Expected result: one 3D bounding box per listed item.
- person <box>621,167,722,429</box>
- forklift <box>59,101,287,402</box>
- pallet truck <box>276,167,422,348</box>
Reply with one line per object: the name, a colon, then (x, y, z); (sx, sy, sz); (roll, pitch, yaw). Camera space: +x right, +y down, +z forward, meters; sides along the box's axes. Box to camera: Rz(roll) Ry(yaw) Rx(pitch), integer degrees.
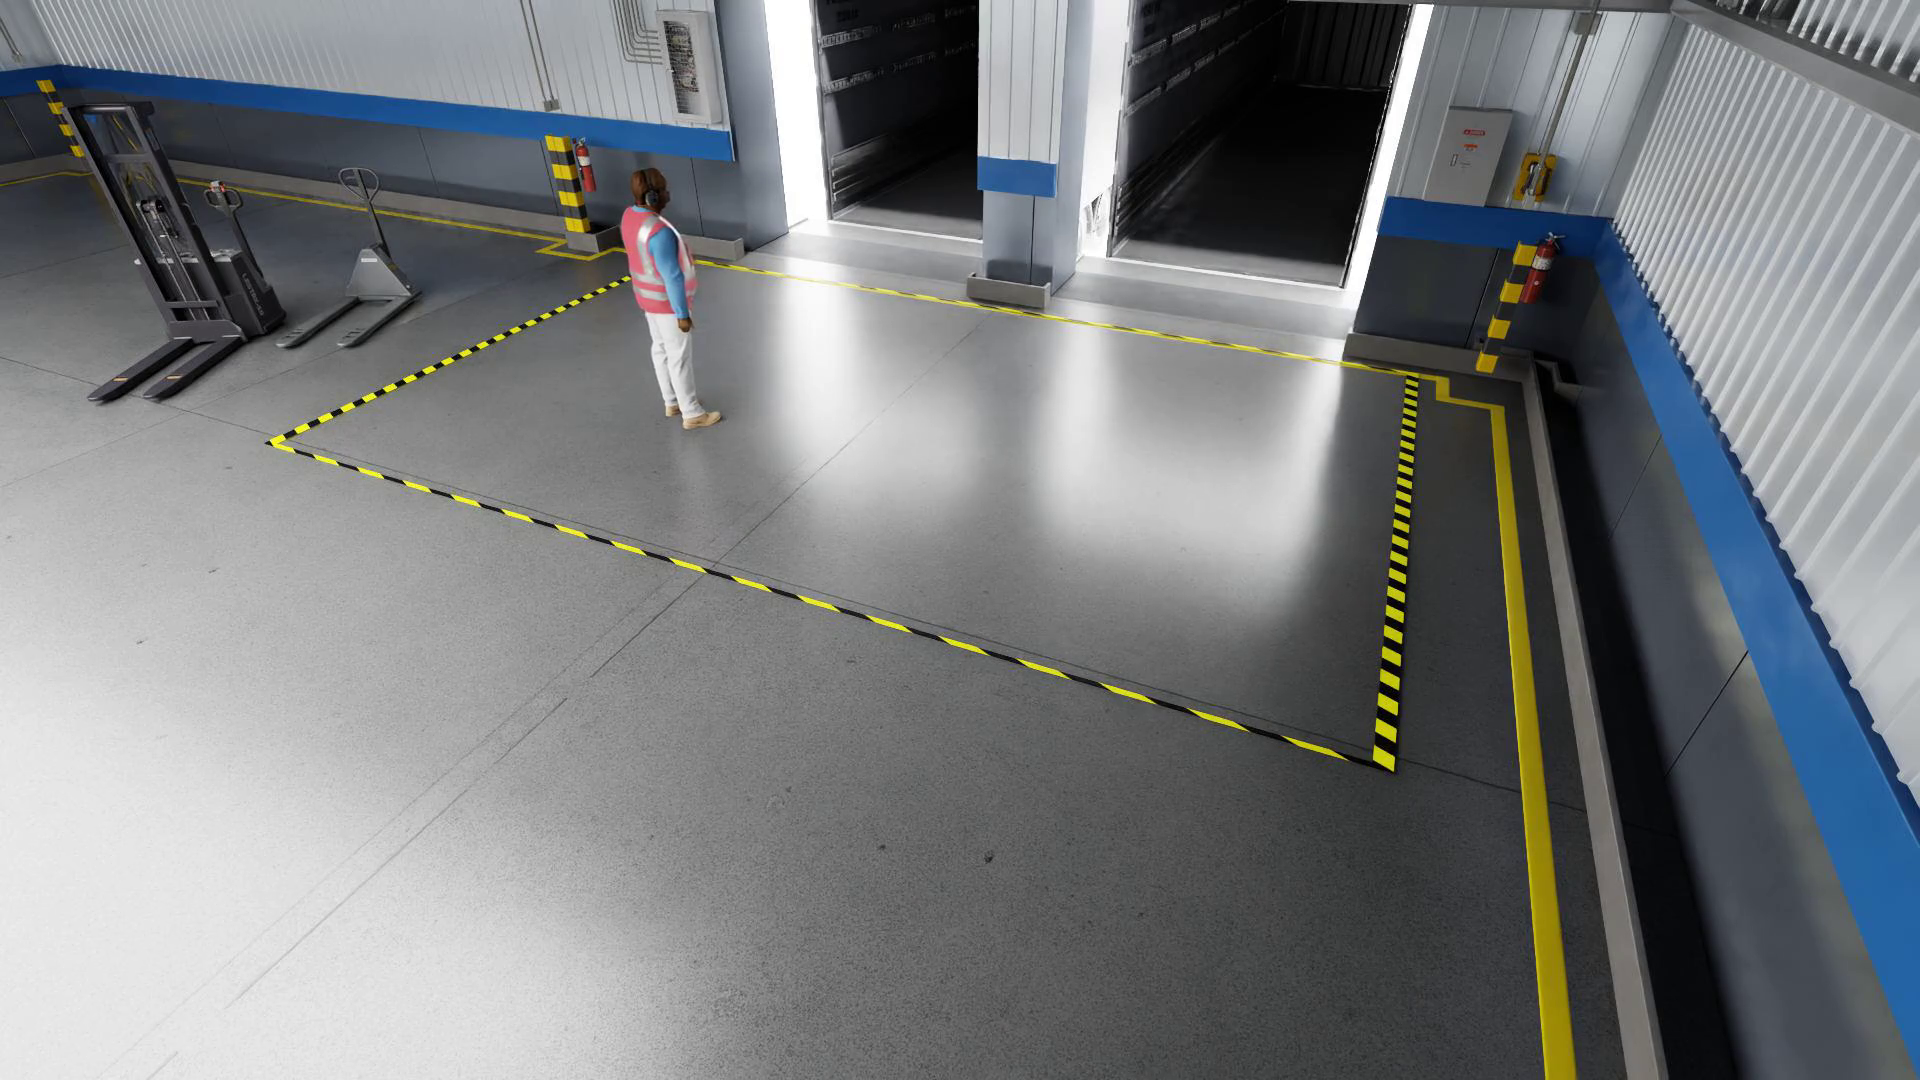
person: (-2.096, -1.705, 6.595); (0.431, 1.842, 0.622); (-24, 42, -31)
forklift: (-6.686, -2.387, 7.434); (0.823, 1.965, 1.885); (-3, 35, -5)
pallet truck: (-5.732, -2.611, 8.414); (0.680, 1.201, 1.601); (-1, 35, -1)
